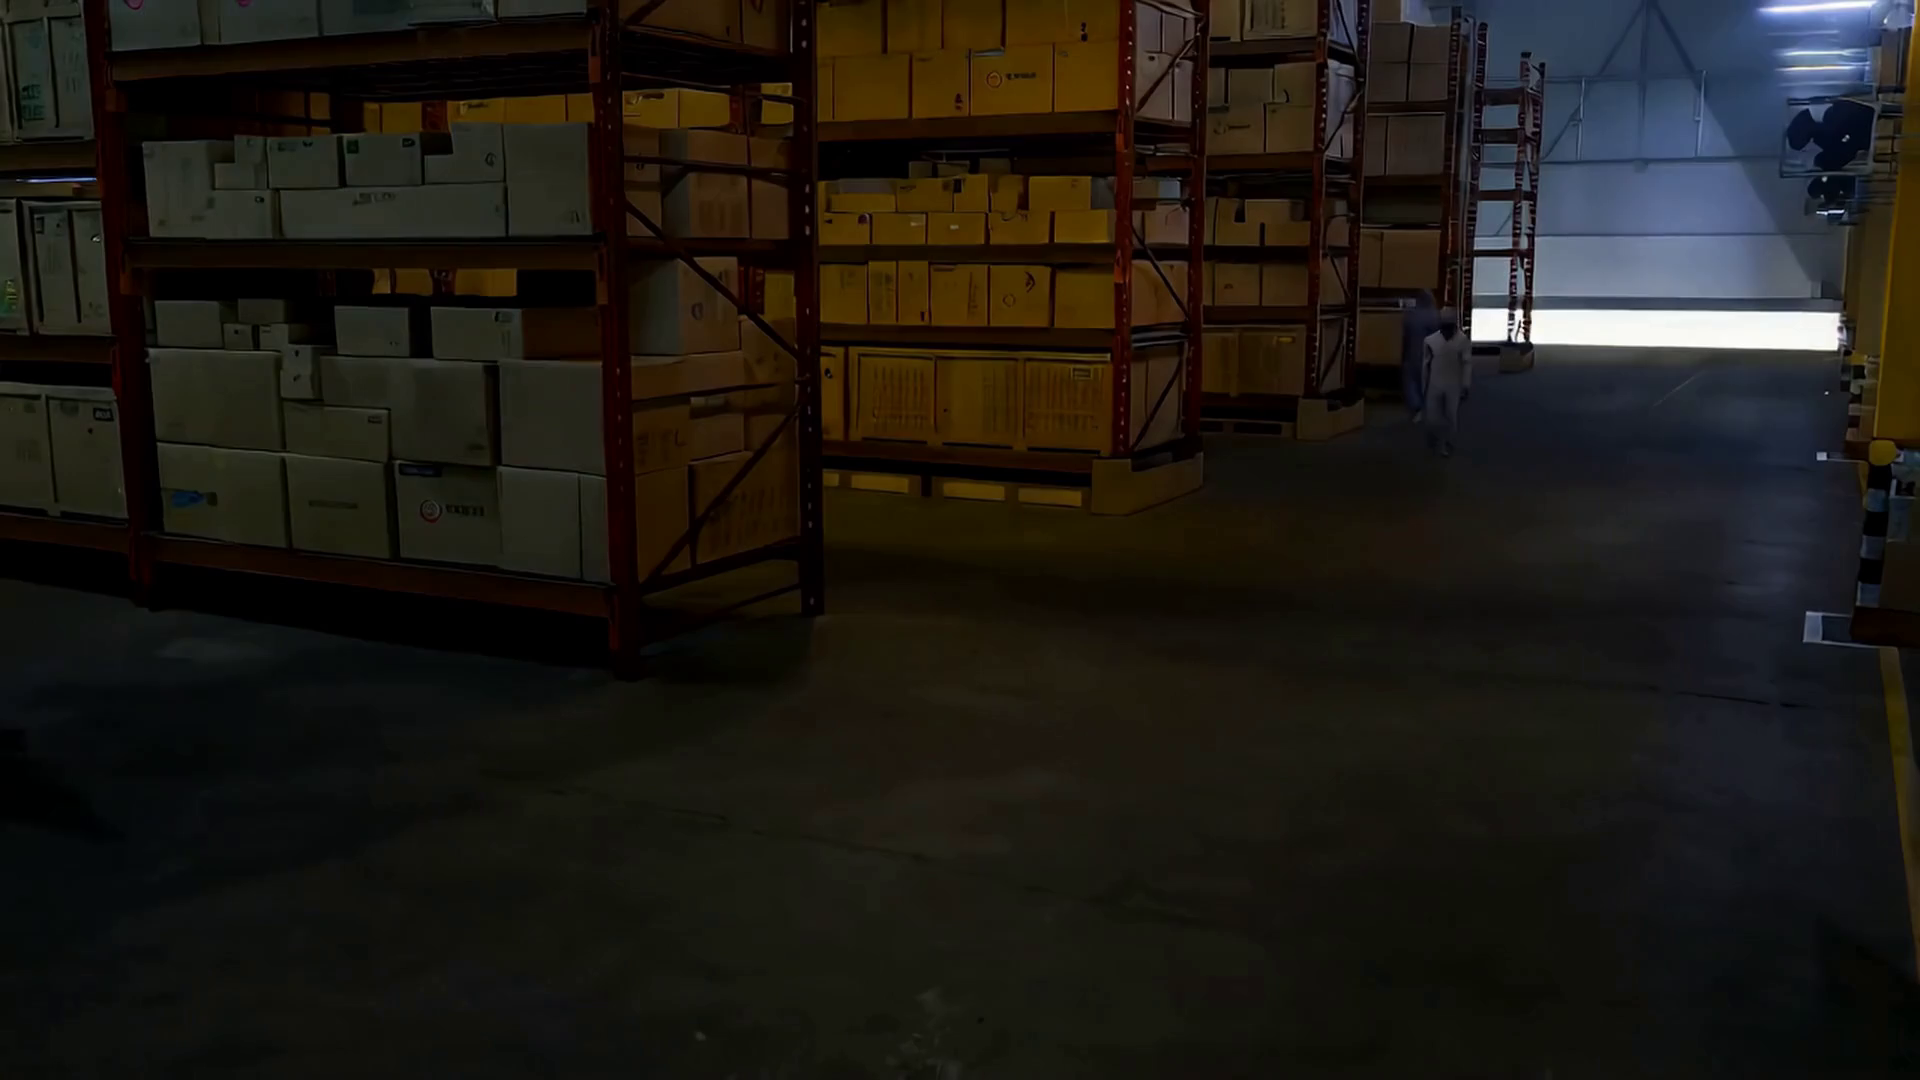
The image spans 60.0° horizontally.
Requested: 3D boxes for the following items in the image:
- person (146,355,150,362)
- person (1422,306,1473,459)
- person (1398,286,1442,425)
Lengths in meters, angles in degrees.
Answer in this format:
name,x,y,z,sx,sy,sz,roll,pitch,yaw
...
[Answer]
name,x,y,z,sx,sy,sz,roll,pitch,yaw
person,-8.022,-1.401,16.086,0.545,1.939,0.354,-7,12,-37
person,5.502,-1.757,18.825,0.576,1.701,0.571,4,11,24
person,6.246,-2.462,22.363,0.707,1.888,0.482,2,10,9
